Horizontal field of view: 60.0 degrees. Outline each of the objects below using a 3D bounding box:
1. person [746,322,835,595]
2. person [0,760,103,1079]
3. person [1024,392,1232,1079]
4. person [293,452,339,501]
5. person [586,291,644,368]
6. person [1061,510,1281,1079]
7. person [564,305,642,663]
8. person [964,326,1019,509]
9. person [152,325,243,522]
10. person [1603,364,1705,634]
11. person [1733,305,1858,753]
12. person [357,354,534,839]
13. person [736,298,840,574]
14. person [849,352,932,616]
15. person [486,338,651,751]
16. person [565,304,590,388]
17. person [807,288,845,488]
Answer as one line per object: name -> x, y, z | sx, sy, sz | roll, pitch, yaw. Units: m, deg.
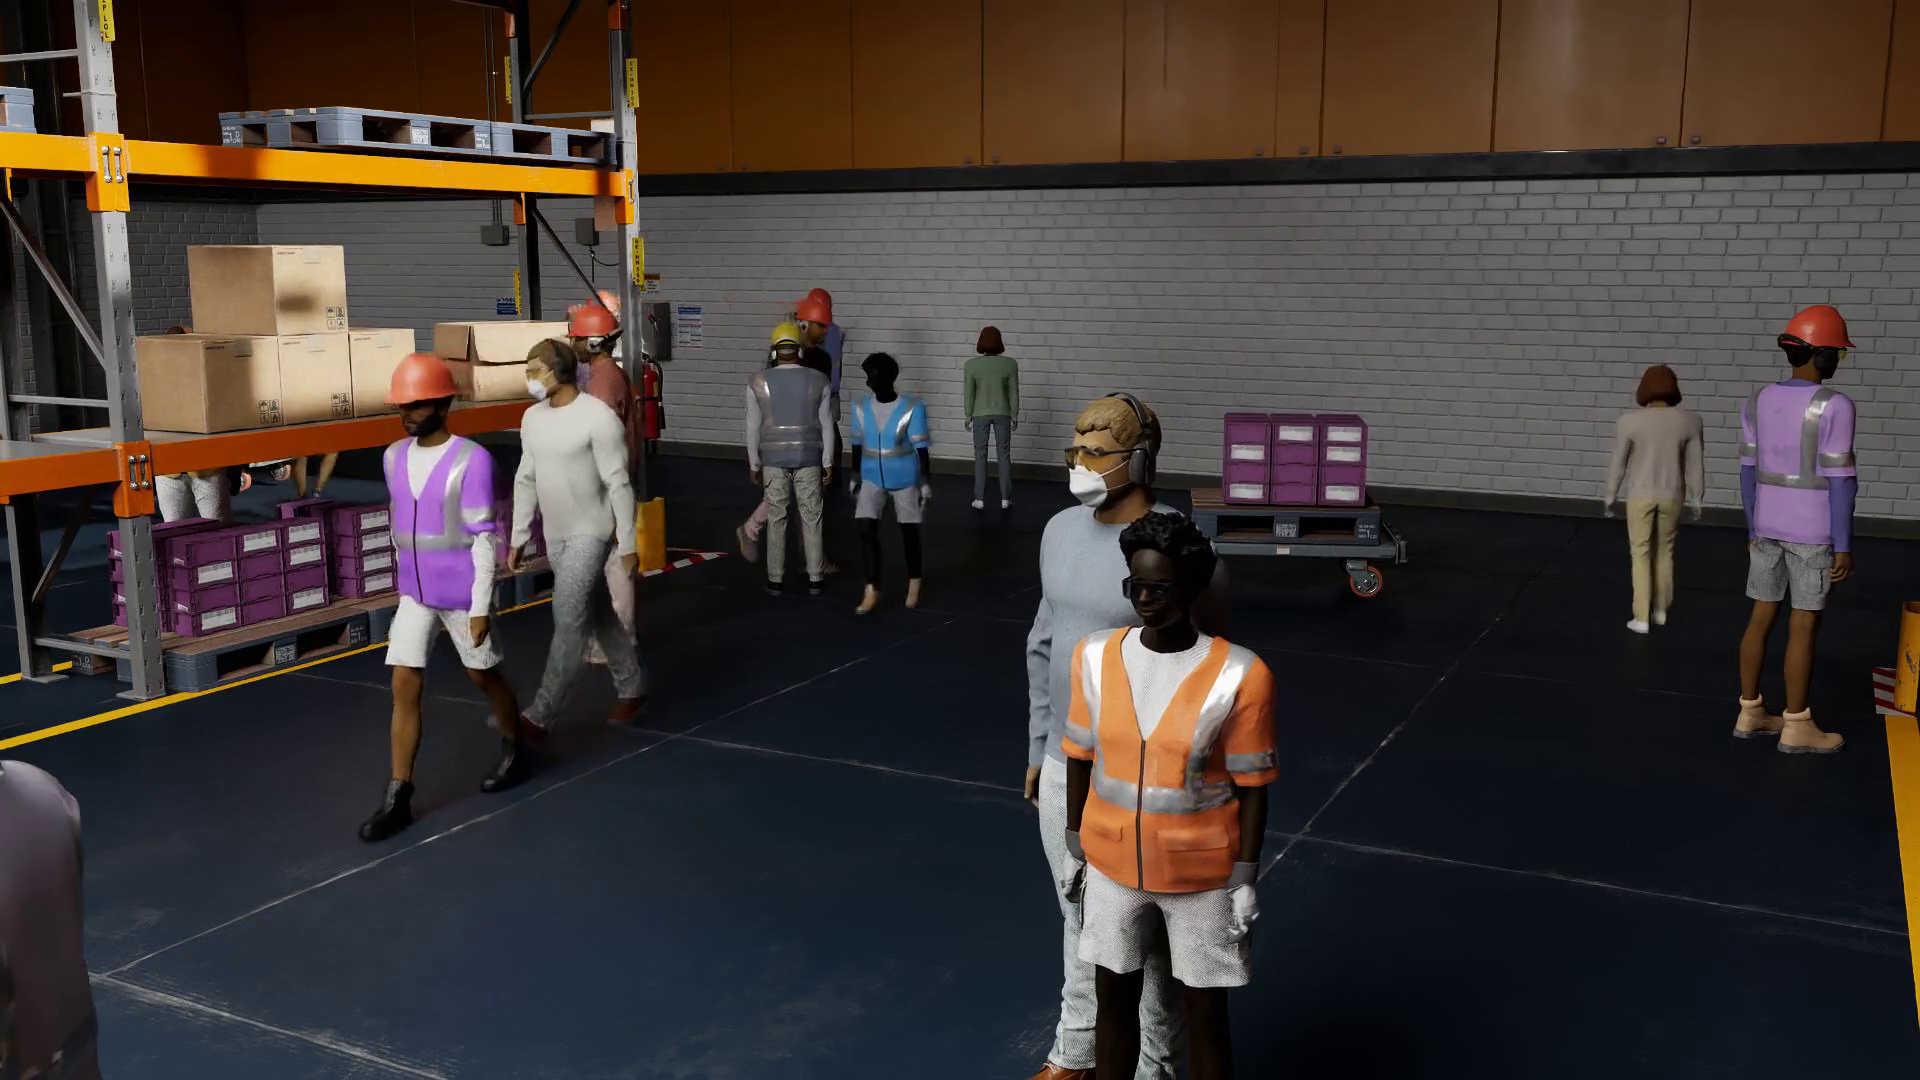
person -> -1.127, -0.535, 11.105 | 0.588, 1.823, 0.403 | -1, 10, -6
person -> -1.486, 0.955, 2.444 | 0.403, 1.832, 0.594 | -1, 10, -7
person -> 0.393, 0.592, 4.243 | 0.372, 1.940, 0.632 | -8, 13, -39
person -> -5.514, -1.098, 14.072 | 0.553, 1.920, 0.413 | 2, 10, 10
person -> -2.815, -1.000, 13.358 | 0.610, 1.970, 0.470 | 7, 12, 34
person -> 0.474, 0.769, 3.919 | 0.537, 1.696, 0.318 | 5, 11, 27
person -> -1.986, -0.311, 9.307 | 0.397, 1.992, 0.623 | -1, 10, -5
person -> 0.281, -1.089, 14.858 | 0.499, 1.634, 0.288 | -1, 10, -4
person -> -4.857, -0.440, 10.532 | 0.625, 1.836, 0.428 | -1, 10, -4
person -> 4.165, -0.247, 9.998 | 0.525, 1.623, 0.315 | 1, 10, 8
person -> 3.853, -0.047, 7.640 | 0.370, 2.044, 0.608 | -3, 10, -19
person -> -2.080, 0.187, 6.745 | 0.560, 1.892, 0.982 | 4, 10, 21
person -> -1.202, -0.739, 11.877 | 0.741, 1.969, 0.626 | 8, 12, 37
person -> -0.462, -0.352, 10.499 | 0.612, 1.649, 0.751 | 3, 10, 19
person -> -1.841, 0.008, 7.784 | 0.644, 1.883, 0.999 | 8, 13, 38
person -> -2.873, -0.946, 13.305 | 0.566, 1.882, 0.675 | 0, 10, -2
person -> -1.353, -1.471, 16.187 | 0.361, 1.939, 0.542 | 6, 11, 31
